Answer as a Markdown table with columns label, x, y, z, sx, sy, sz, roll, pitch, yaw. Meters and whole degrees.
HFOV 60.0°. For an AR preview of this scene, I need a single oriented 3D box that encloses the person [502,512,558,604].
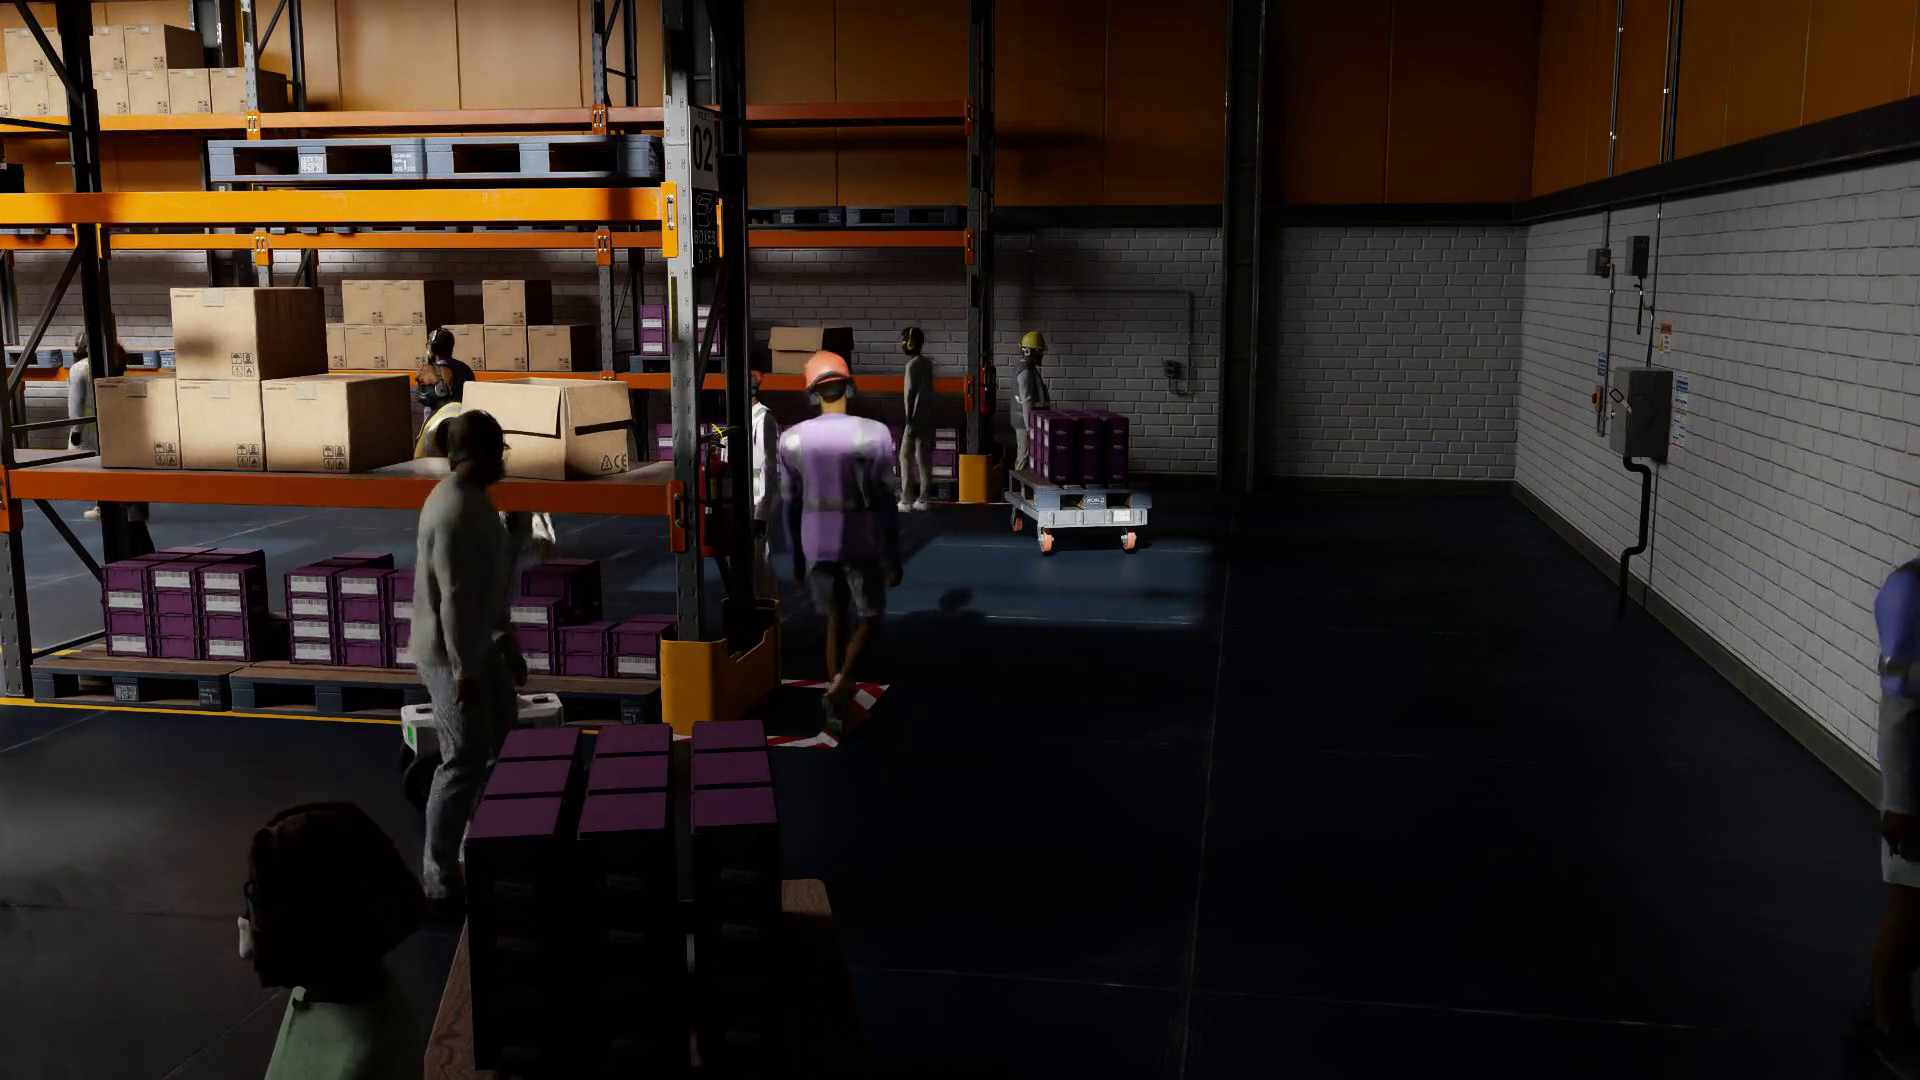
| label | x | y | z | sx | sy | sz | roll | pitch | yaw |
| --- | --- | --- | --- | --- | --- | --- | --- | --- | --- |
| person | -2.907 | -0.235 | 11.488 | 0.835 | 1.596 | 0.532 | -2 | 9 | -12 |

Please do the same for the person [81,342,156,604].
| label | x | y | z | sx | sy | sz | roll | pitch | yaw |
| --- | --- | --- | --- | --- | --- | --- | --- | --- | --- |
| person | -5.994 | -0.461 | 11.864 | 0.550 | 1.935 | 0.376 | 9 | 13 | 44 |

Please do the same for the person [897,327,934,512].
| label | x | y | z | sx | sy | sz | roll | pitch | yaw |
| --- | --- | --- | --- | --- | --- | --- | --- | --- | --- |
| person | -0.474 | -1.206 | 16.728 | 0.421 | 1.860 | 0.527 | 5 | 10 | 27 |

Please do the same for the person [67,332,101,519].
| label | x | y | z | sx | sy | sz | roll | pitch | yaw |
| --- | --- | --- | --- | --- | --- | --- | --- | --- | --- |
| person | -8.372 | -1.090 | 16.096 | 0.438 | 1.832 | 0.658 | 2 | 9 | 12 |

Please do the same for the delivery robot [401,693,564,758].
| label | x | y | z | sx | sy | sz | roll | pitch | yaw |
| --- | --- | --- | --- | --- | --- | --- | --- | --- | --- |
| delivery robot | -2.189 | 0.860 | 7.652 | 0.707 | 0.478 | 0.477 | -3 | 10 | -20 |

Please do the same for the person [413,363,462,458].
| label | x | y | z | sx | sy | sz | roll | pitch | yaw |
| --- | --- | --- | --- | --- | --- | --- | --- | --- | --- |
| person | -3.306 | -0.220 | 10.702 | 0.428 | 1.836 | 0.626 | -4 | 10 | -22 |

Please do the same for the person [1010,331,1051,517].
| label | x | y | z | sx | sy | sz | roll | pitch | yaw |
| --- | --- | --- | --- | --- | --- | --- | --- | --- | --- |
| person | 0.695 | -1.144 | 16.452 | 0.404 | 1.825 | 0.587 | 0 | 9 | 0 |

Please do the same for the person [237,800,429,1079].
| label | x | y | z | sx | sy | sz | roll | pitch | yaw |
| --- | --- | --- | --- | --- | --- | --- | --- | --- | --- |
| person | -0.933 | 1.192 | 2.549 | 0.280 | 1.633 | 0.500 | -6 | 11 | -32 |

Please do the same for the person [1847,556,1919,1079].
| label | x | y | z | sx | sy | sz | roll | pitch | yaw |
| --- | --- | --- | --- | --- | --- | --- | --- | --- | --- |
| person | 2.881 | 0.671 | 4.868 | 0.551 | 1.938 | 0.410 | -6 | 11 | -31 |

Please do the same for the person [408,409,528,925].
| label | x | y | z | sx | sy | sz | roll | pitch | yaw |
| --- | --- | --- | --- | --- | --- | --- | --- | --- | --- |
| person | -1.866 | 0.456 | 6.326 | 0.438 | 1.893 | 0.668 | -1 | 9 | -9 |

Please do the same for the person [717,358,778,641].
| label | x | y | z | sx | sy | sz | roll | pitch | yaw |
| --- | --- | --- | --- | --- | --- | --- | --- | --- | --- |
| person | -1.325 | -0.201 | 10.420 | 0.355 | 1.884 | 0.575 | -5 | 10 | -29 |

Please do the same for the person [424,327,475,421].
| label | x | y | z | sx | sy | sz | roll | pitch | yaw |
| --- | --- | --- | --- | --- | --- | --- | --- | --- | --- |
| person | -4.369 | -0.834 | 14.177 | 0.372 | 1.940 | 0.627 | 3 | 10 | 17 |

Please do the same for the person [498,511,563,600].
| label | x | y | z | sx | sy | sz | roll | pitch | yaw |
| --- | --- | --- | --- | --- | --- | --- | --- | --- | --- |
| person | -2.973 | -0.221 | 11.427 | 0.880 | 1.590 | 0.516 | 5 | 11 | 30 |

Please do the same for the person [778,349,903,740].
| label | x | y | z | sx | sy | sz | roll | pitch | yaw |
| --- | --- | --- | --- | --- | --- | --- | --- | --- | --- |
| person | -0.621 | 0.054 | 8.422 | 0.654 | 2.020 | 0.619 | 3 | 10 | 15 |
